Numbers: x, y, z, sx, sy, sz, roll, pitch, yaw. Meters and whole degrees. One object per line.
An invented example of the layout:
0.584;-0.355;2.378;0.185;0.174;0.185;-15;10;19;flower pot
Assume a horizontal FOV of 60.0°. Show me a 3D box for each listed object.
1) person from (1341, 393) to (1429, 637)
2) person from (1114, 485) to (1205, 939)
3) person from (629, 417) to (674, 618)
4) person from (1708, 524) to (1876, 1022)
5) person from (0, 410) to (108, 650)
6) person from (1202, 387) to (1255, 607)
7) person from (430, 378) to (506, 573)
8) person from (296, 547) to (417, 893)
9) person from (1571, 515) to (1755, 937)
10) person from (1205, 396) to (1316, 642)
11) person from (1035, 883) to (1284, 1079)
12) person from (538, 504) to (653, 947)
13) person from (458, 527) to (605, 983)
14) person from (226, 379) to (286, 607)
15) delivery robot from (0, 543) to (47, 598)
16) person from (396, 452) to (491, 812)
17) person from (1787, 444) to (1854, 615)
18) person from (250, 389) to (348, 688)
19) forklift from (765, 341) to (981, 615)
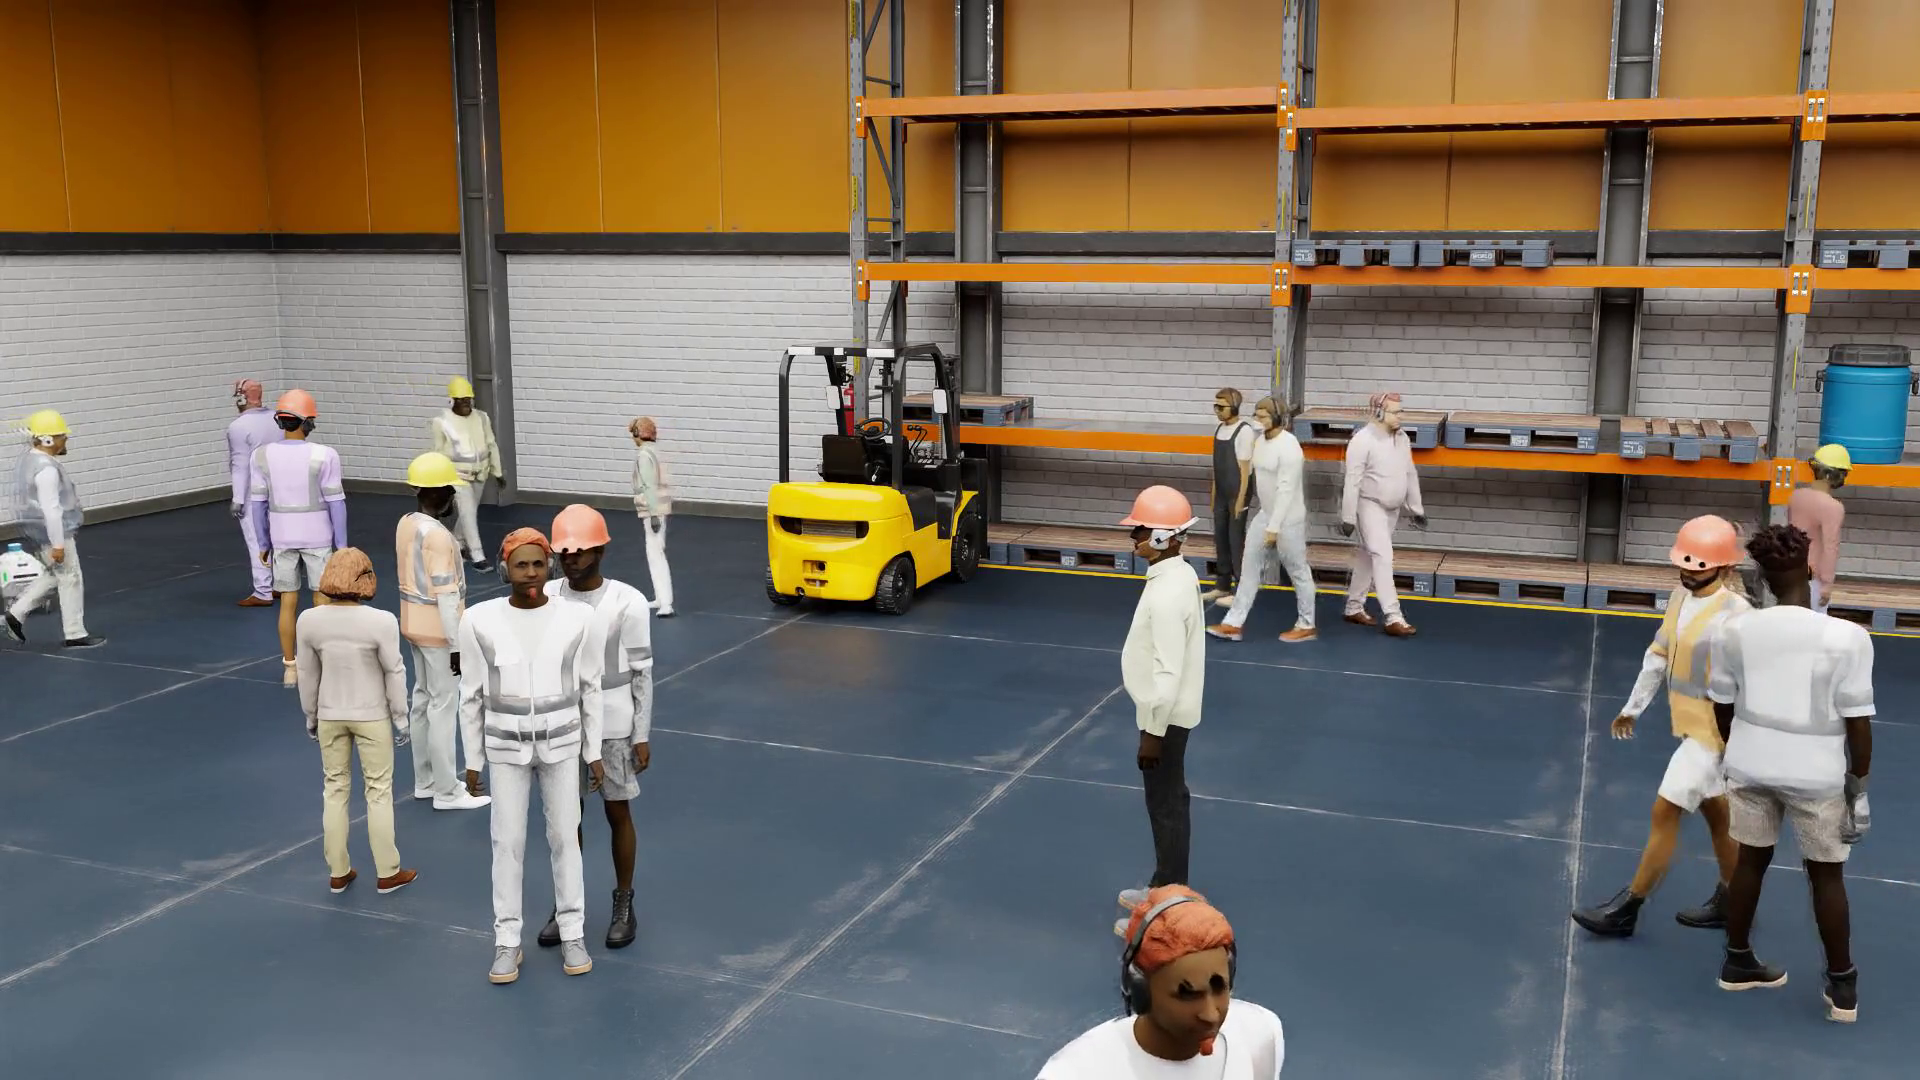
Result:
3.350;-0.197;12.877;0.658;1.867;0.912;-9;14;-42;person
0.875;0.751;7.266;0.377;1.995;0.608;2;10;11;person
-2.508;-0.188;13.572;0.377;1.613;0.674;-1;10;-4;person
3.279;0.902;6.580;0.402;1.951;0.630;-9;14;-41;person
-6.762;-0.058;12.282;0.616;1.811;0.604;-8;13;-38;person
2.264;-0.359;13.916;0.361;1.838;0.510;-5;11;-27;person
-4.607;-0.622;15.509;0.919;1.794;0.595;9;13;40;person
-2.818;0.842;7.762;0.507;1.632;0.268;1;10;5;person
3.081;0.808;7.214;0.918;1.886;0.653;1;10;3;person
2.300;-0.133;12.476;0.976;1.884;0.633;-3;11;-19;person
0.402;1.546;3.307;0.591;1.817;1.033;-4;11;-22;person
-1.593;0.800;7.146;0.546;1.939;0.375;1;10;8;person
-1.758;0.879;6.858;0.579;1.884;0.352;-3;11;-15;person
-5.878;-0.396;13.907;0.403;1.904;0.652;3;11;16;person
-7.761;0.271;13.690;0.477;0.478;0.707;-8;13;-39;delivery robot
-2.796;0.490;8.908;0.363;1.927;0.587;-8;13;-38;person
5.549;0.237;10.875;0.489;1.727;0.558;-1;10;-5;person
-4.474;-0.005;11.340;0.616;2.041;0.382;0;10;-1;person
-0.739;-0.602;14.246;1.214;2.155;2.313;4;11;21;forklift
